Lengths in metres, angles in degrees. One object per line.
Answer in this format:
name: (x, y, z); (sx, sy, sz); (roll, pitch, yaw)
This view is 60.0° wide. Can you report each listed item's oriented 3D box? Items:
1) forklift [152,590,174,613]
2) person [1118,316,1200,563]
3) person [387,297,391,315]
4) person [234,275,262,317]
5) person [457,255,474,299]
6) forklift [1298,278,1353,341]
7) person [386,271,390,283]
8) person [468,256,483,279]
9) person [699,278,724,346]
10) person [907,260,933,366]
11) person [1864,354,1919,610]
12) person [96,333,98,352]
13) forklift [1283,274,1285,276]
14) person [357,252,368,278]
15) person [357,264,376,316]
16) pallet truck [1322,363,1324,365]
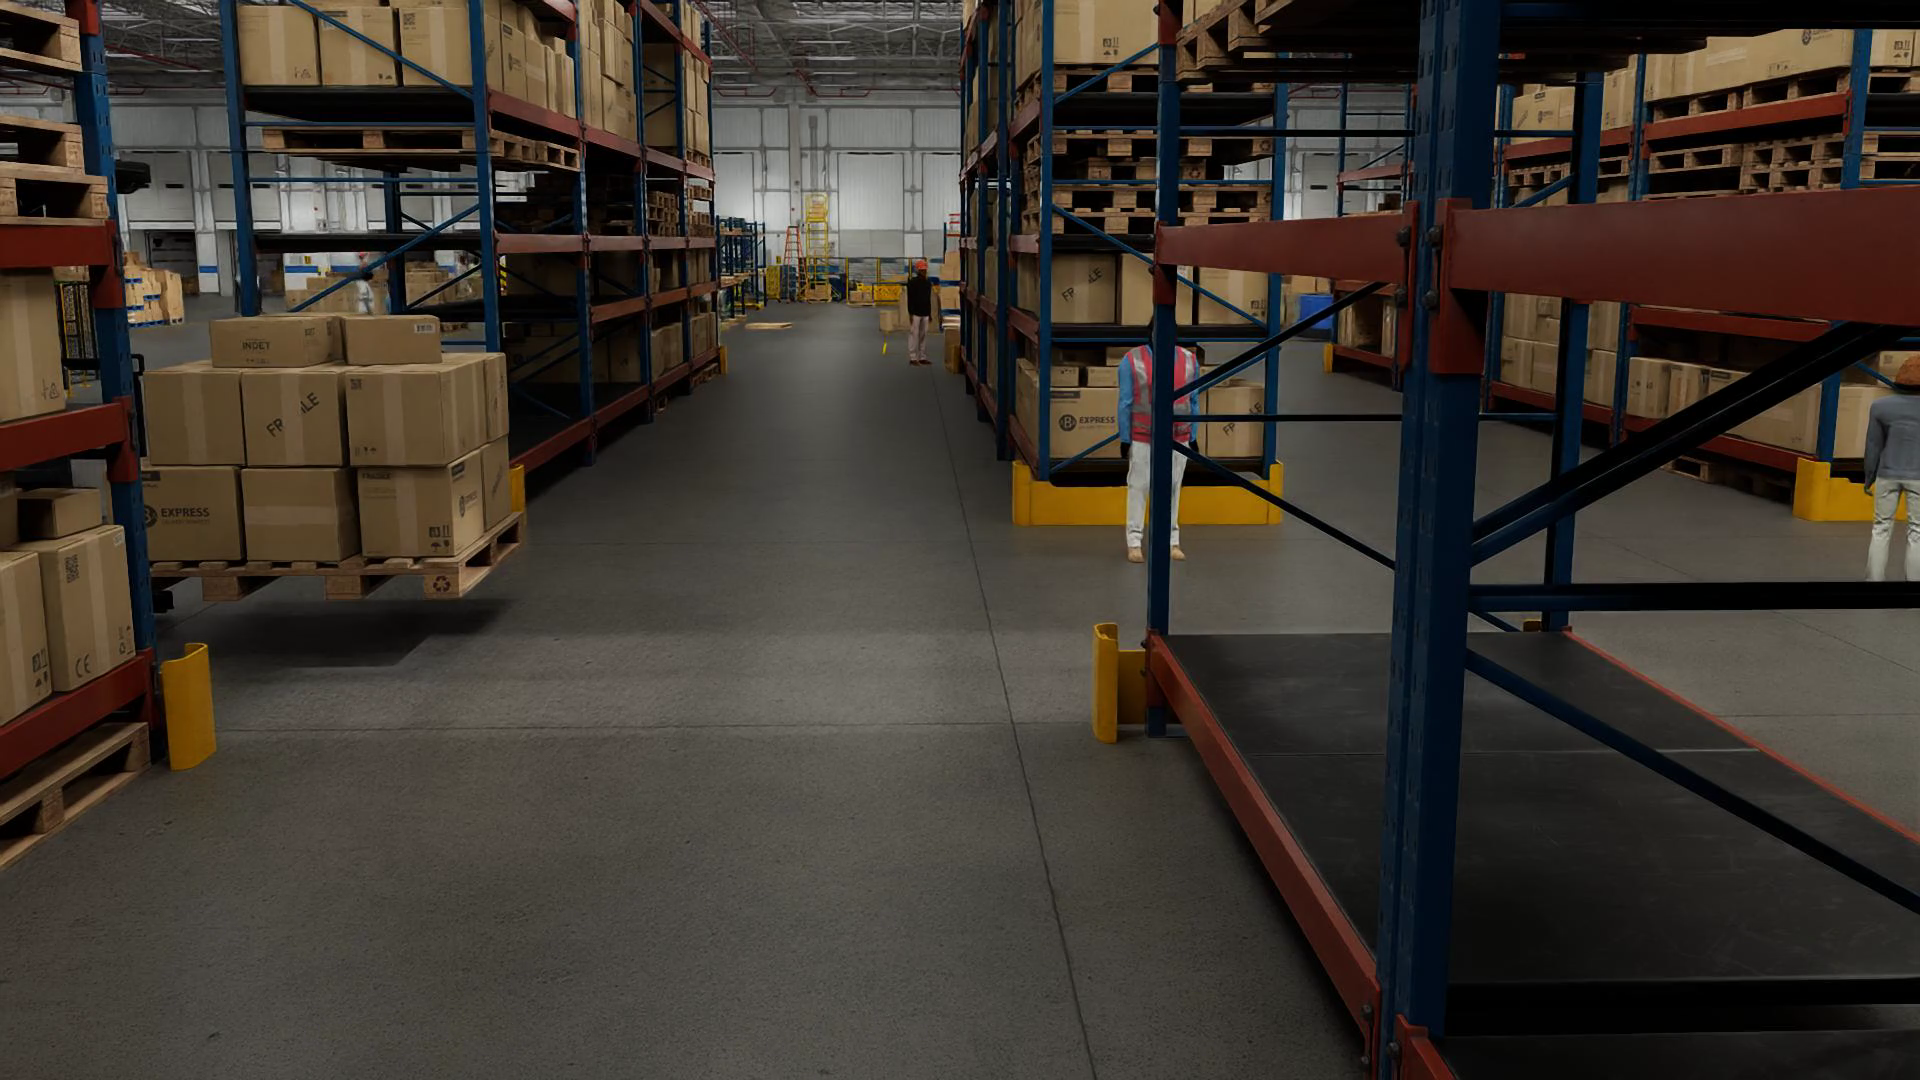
forklift: (-5.858, -0.811, 9.639); (1.873, 2.768, 1.129); (-1, 10, -3)
person: (1.466, -0.750, 12.194); (0.625, 1.843, 0.430); (-2, 10, -12)
person: (-10.254, -3.896, 30.242); (0.865, 1.653, 0.539); (1, 10, 7)
person: (-15.972, -5.293, 37.343); (0.457, 1.906, 0.604); (7, 12, 32)
person: (-15.524, -8.016, 52.471); (0.856, 1.910, 0.651); (1, 10, 4)
forklift: (9.122, -6.154, 39.403); (1.873, 2.768, 1.129); (-3, 11, -19)
person: (-18.785, -8.393, 55.203); (0.549, 1.688, 0.323); (-10, 14, -43)
person: (-17.483, -9.351, 60.138); (0.529, 1.828, 0.647); (7, 12, 35)
person: (-5.132, -4.624, 34.446); (0.522, 1.599, 0.850); (-1, 10, -4)
person: (-0.749, -4.294, 31.506); (0.384, 1.996, 0.610); (9, 14, 42)
person: (6.072, -0.373, 10.675); (0.507, 1.632, 0.265); (10, 14, 44)
person: (-18.231, -4.896, 35.383); (0.518, 1.827, 0.684); (8, 13, 39)
forklift: (12.433, -10.159, 61.717); (1.129, 2.768, 1.873); (-5, 11, -27)
person: (-24.656, -11.013, 69.067); (0.609, 1.959, 0.927); (9, 13, 40)
person: (-12.232, -4.724, 34.185); (0.969, 1.901, 0.555); (0, 10, -1)
pallet truck: (7.712, -4.157, 30.737); (1.885, 1.965, 0.823); (3, 11, 16)
